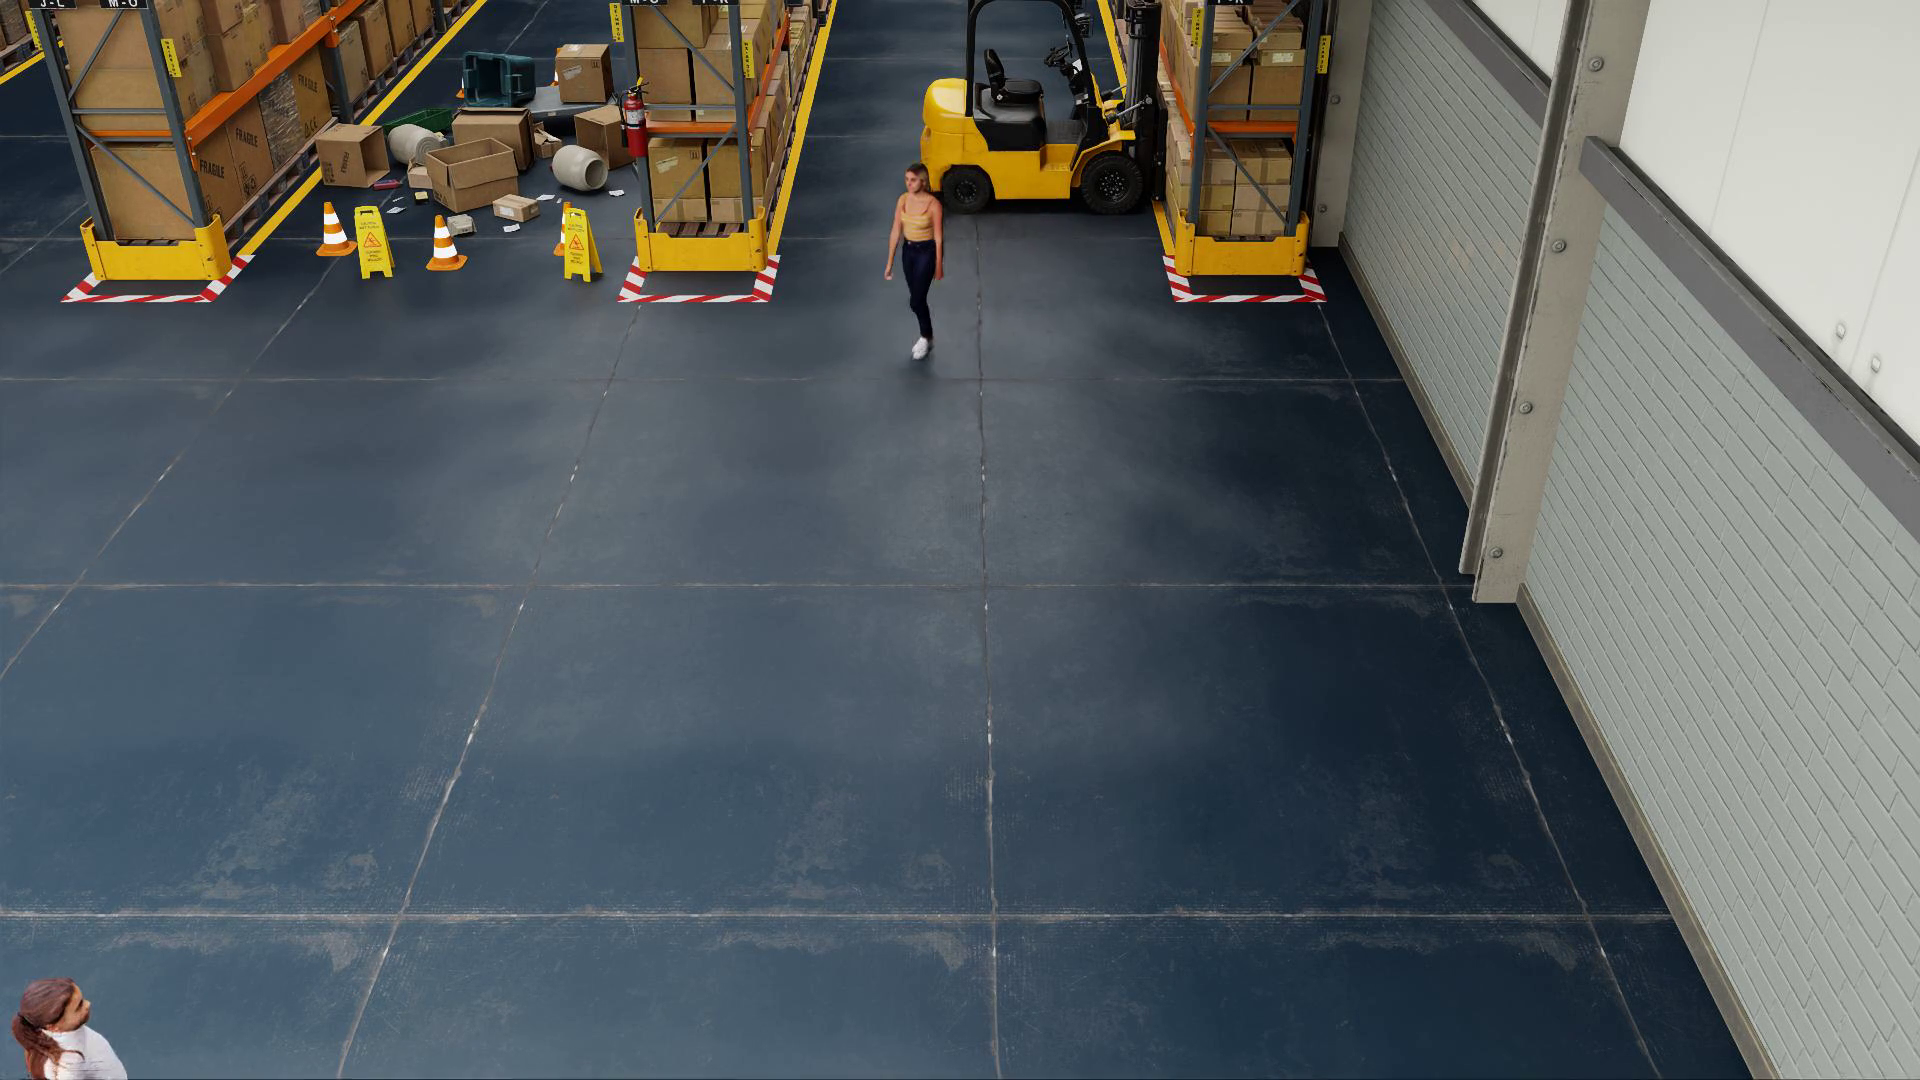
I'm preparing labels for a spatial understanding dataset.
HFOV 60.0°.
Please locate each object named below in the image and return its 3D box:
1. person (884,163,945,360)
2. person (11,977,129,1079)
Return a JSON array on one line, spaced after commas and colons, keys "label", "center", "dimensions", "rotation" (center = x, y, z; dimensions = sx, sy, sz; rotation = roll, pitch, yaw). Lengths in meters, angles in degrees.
[{"label": "person", "center": [-0.288, -2.299, 13.539], "dimensions": [0.710, 1.612, 0.762], "rotation": [22, 38, 30]}, {"label": "person", "center": [-3.383, 2.268, 6.381], "dimensions": [0.950, 1.524, 1.049], "rotation": [-19, 37, -27]}]
